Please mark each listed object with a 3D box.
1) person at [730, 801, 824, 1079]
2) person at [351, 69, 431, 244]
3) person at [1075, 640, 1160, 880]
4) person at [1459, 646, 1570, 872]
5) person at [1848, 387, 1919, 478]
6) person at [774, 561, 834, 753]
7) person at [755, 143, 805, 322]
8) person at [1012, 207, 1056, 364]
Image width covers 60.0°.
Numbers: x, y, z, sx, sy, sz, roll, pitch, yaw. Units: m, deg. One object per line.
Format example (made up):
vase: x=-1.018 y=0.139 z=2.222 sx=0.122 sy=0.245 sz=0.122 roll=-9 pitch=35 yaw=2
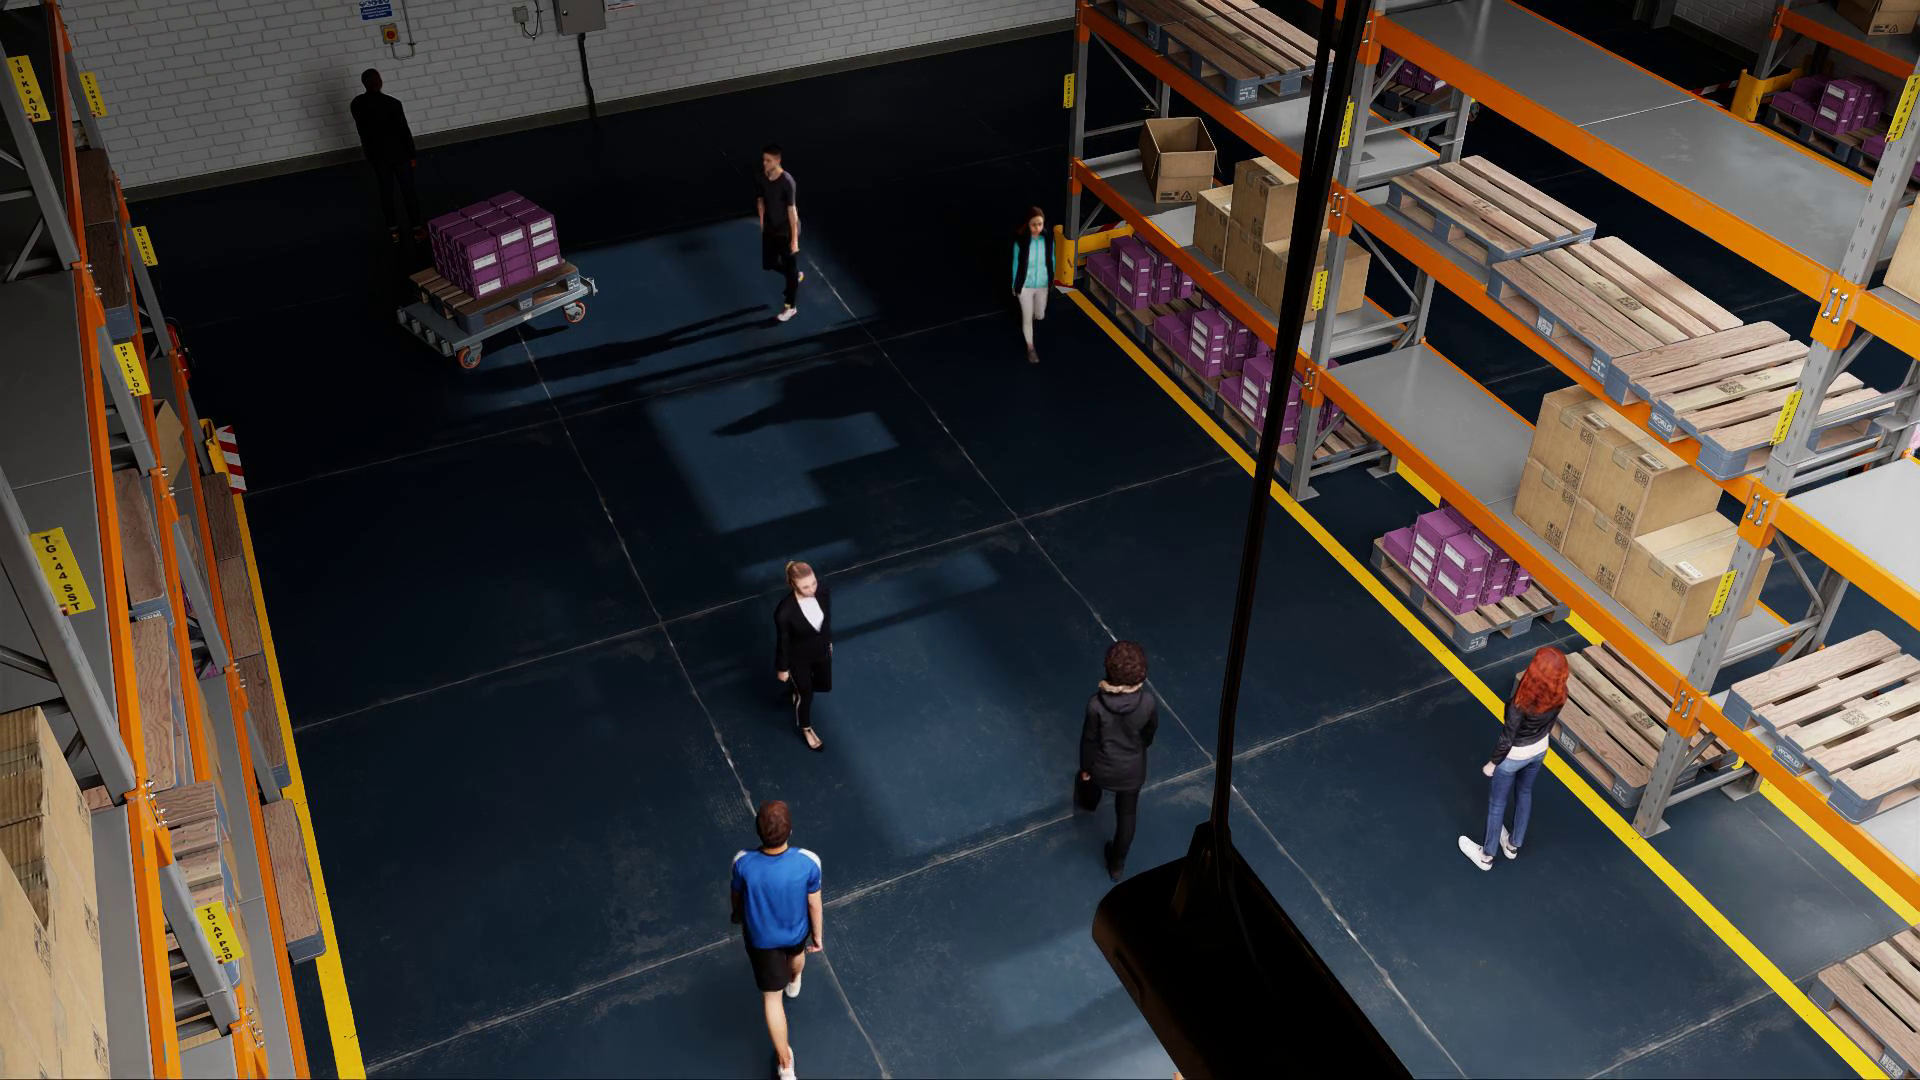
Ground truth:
person: x=-0.998 y=2.196 z=9.067 sx=0.864 sy=1.829 sz=1.285 roll=-7 pitch=39 yaw=-8
person: x=-5.705 y=-3.837 z=16.630 sx=0.788 sy=1.818 sz=0.793 roll=4 pitch=39 yaw=5
person: x=0.971 y=1.404 z=10.130 sx=0.866 sy=1.740 sz=1.116 roll=-4 pitch=39 yaw=-5
person: x=3.427 y=1.327 z=10.189 sx=0.572 sy=1.787 sz=0.526 roll=-15 pitch=41 yaw=-18
person: x=6.950 y=-0.575 z=12.707 sx=0.677 sy=1.618 sz=0.924 roll=-13 pitch=40 yaw=-16
person: x=-1.054 y=0.734 z=11.018 sx=0.888 sy=1.680 sz=0.776 roll=30 pitch=47 yaw=32
person: x=-1.607 y=-2.911 z=15.524 sx=0.876 sy=1.752 sz=0.914 roll=22 pitch=44 yaw=25
person: x=0.635 y=-2.355 z=15.040 sx=0.640 sy=1.487 sz=0.828 roll=-10 pitch=40 yaw=-12
